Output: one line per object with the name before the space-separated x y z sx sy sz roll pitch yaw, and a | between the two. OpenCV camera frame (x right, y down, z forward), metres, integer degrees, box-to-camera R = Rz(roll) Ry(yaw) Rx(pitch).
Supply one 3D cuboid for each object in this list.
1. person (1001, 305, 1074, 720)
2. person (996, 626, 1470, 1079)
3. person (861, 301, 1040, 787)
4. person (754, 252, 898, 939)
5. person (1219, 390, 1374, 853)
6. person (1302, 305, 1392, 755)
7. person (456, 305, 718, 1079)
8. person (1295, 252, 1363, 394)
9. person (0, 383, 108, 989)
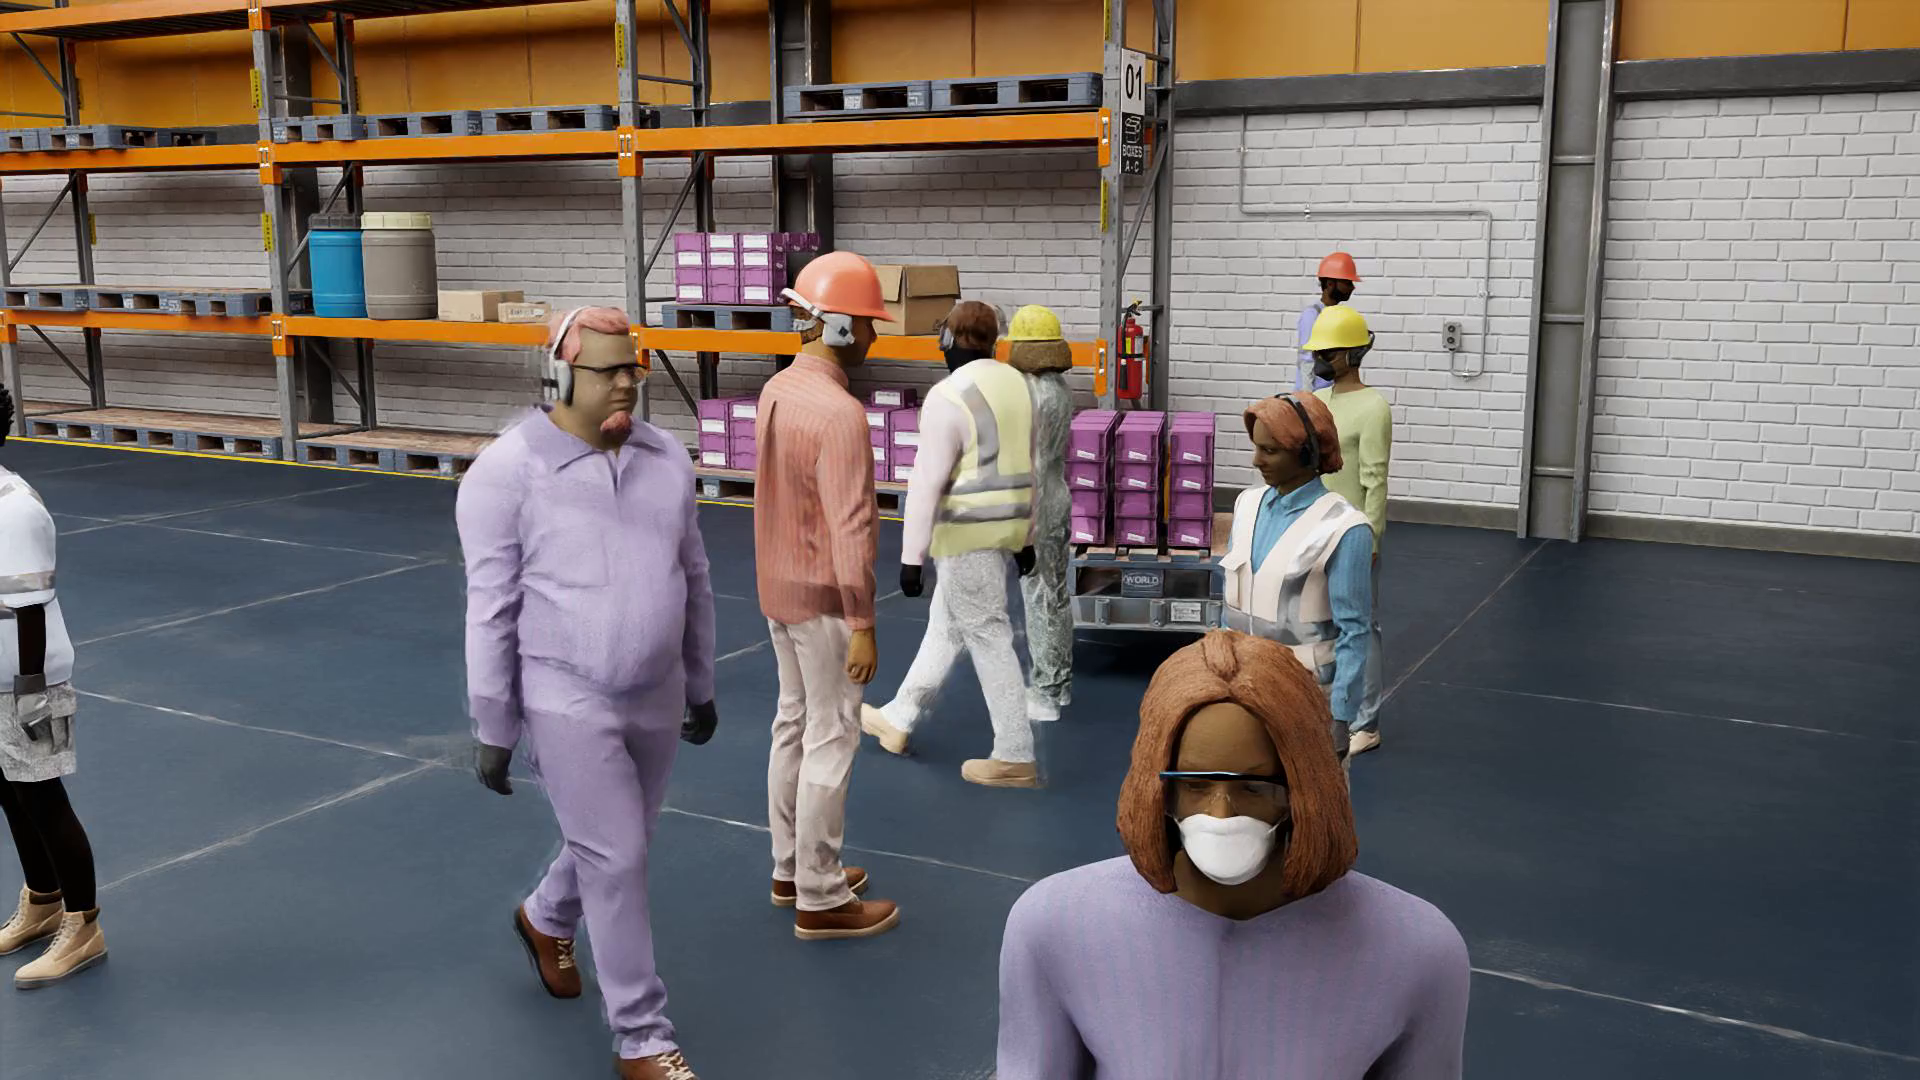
person | 0.317 -0.112 7.004 0.302 1.742 0.493 3 11 17
person | 0.278 0.890 1.809 0.507 1.631 0.266 1 10 7
person | -0.069 0.005 6.258 0.946 1.771 0.683 6 12 30
person | -0.381 0.170 4.816 0.412 1.981 0.625 -5 11 -26
person | 0.854 0.426 4.340 0.310 1.639 0.514 -6 12 -30
person | 1.484 -0.037 6.555 0.340 1.760 0.527 -4 11 -20
person | -0.896 0.361 4.071 0.911 1.871 0.658 9 14 41
person | 2.441 -0.942 11.086 0.424 1.924 0.560 9 13 39
person | -2.604 0.371 4.518 0.539 1.693 0.321 9 13 39
